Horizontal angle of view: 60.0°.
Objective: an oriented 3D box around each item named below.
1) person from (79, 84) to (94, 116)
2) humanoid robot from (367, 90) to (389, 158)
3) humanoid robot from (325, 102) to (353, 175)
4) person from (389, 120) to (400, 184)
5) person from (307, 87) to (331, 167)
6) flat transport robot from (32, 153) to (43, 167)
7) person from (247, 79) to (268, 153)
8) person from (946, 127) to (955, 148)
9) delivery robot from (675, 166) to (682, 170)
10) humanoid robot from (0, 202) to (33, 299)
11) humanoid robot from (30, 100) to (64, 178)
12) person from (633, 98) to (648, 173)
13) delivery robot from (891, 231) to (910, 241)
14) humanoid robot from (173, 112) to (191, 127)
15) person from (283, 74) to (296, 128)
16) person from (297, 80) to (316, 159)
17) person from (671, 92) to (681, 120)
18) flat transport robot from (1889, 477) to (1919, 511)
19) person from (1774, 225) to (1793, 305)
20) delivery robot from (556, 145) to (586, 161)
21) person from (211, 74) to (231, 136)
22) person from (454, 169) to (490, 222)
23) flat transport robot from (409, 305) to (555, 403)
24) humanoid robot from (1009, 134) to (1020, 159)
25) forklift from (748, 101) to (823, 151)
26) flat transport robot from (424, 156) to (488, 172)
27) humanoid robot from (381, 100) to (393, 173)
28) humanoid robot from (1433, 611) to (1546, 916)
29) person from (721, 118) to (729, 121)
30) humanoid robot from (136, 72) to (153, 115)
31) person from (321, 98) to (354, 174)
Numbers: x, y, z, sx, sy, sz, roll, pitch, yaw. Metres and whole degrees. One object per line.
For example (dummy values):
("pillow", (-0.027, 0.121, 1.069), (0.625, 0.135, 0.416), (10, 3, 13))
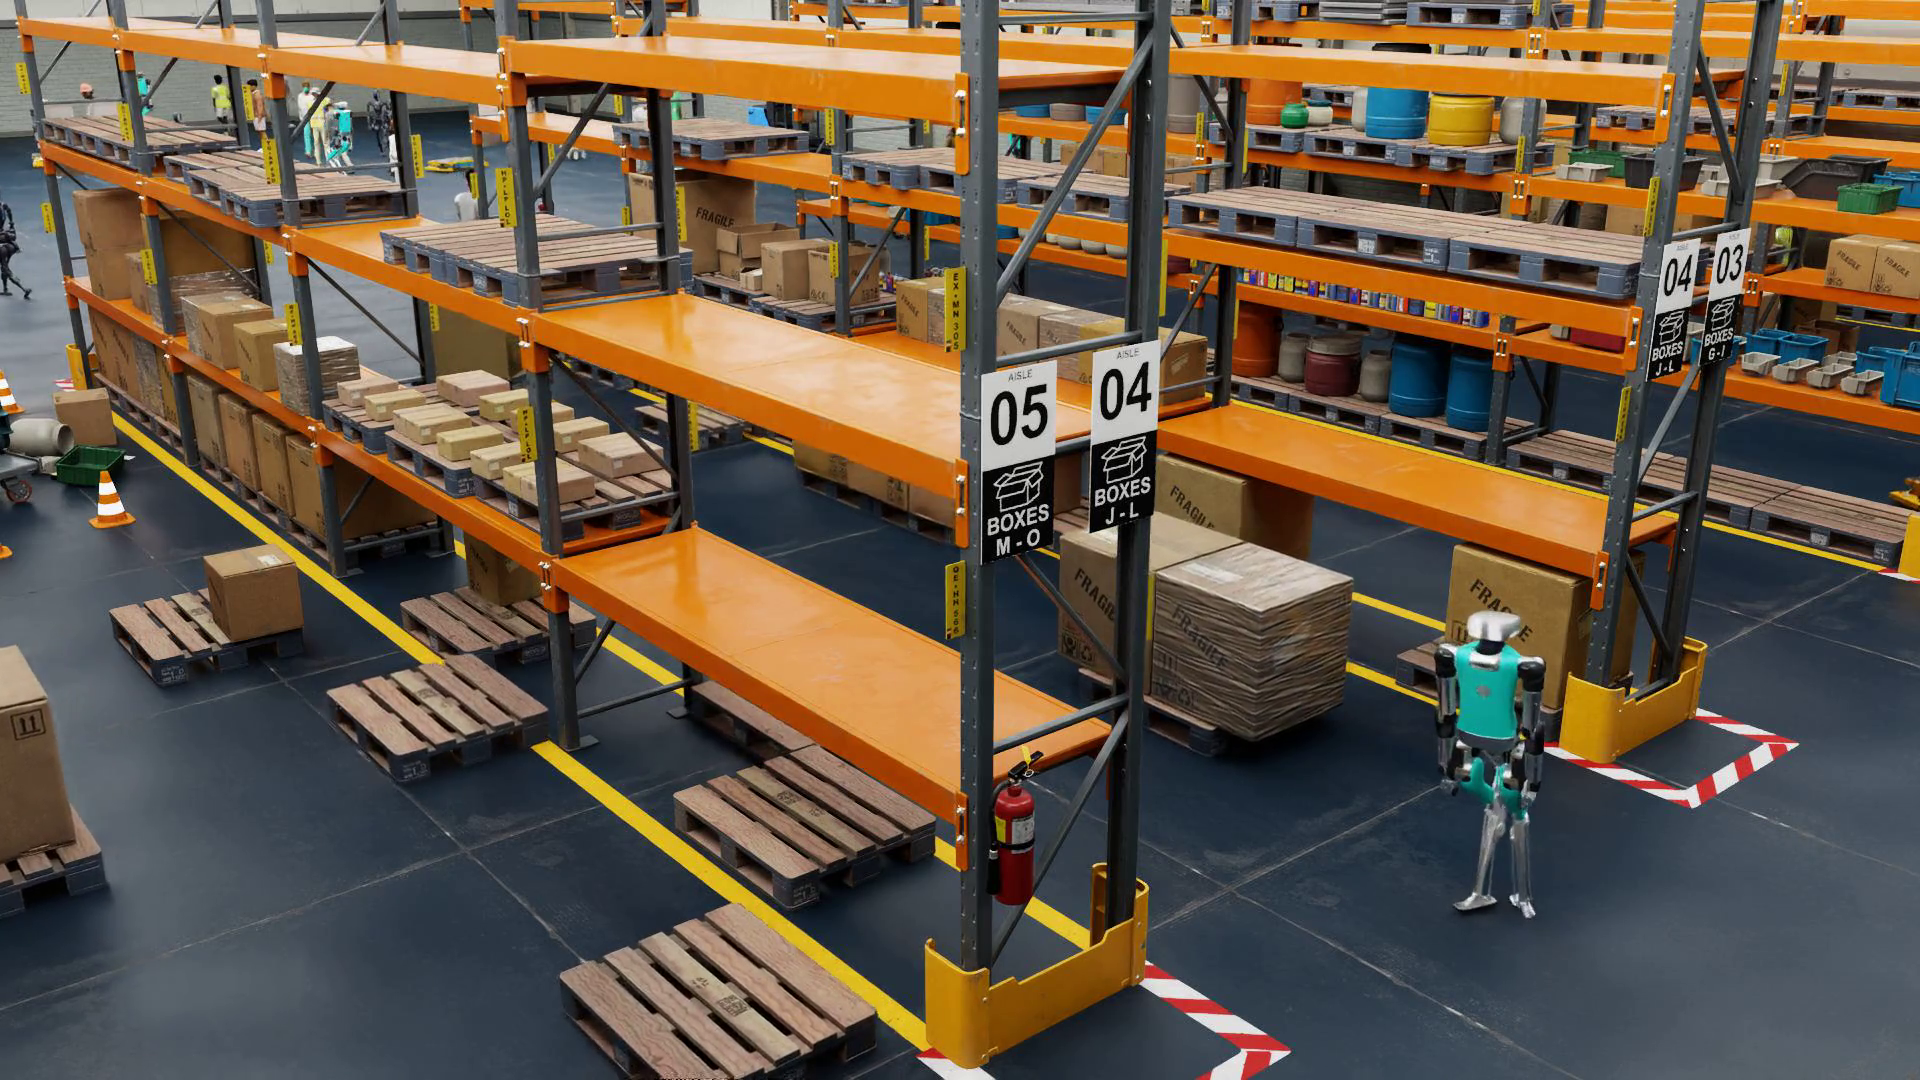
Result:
("person", (-20.001, -9.558, 38.562), (1.009, 1.987, 0.600), (-12, 22, -30))
("humanoid robot", (-14.448, -10.372, 41.409), (0.609, 1.630, 0.786), (-3, 20, -8))
("humanoid robot", (-13.587, -8.697, 36.271), (0.735, 1.677, 0.533), (7, 21, 20))
("person", (-10.524, -6.986, 31.384), (0.573, 1.884, 0.361), (11, 22, 29))
("person", (-14.881, -9.555, 38.686), (0.524, 1.893, 0.401), (2, 20, 7))
("flat transport robot", (-21.901, -9.136, 39.936), (0.659, 0.231, 1.431), (-10, 22, -26))
("person", (-17.683, -10.685, 41.956), (0.397, 1.853, 0.773), (-11, 22, -29))
("person", (-0.053, -7.474, 32.995), (0.567, 1.734, 0.589), (-9, 21, -25))
("delivery robot", (-5.997, -7.674, 35.357), (0.499, 0.603, 0.807), (-11, 22, -28))
("humanoid robot", (-13.934, -4.329, 24.237), (0.791, 1.649, 0.606), (6, 20, 16))
("humanoid robot", (-20.446, -8.982, 37.354), (0.531, 1.802, 0.742), (-7, 21, -19))
("person", (-7.062, -9.035, 37.253), (0.603, 1.860, 0.522), (-9, 21, -25))
("delivery robot", (-0.803, -5.561, 29.360), (0.815, 0.614, 0.499), (-16, 25, -38))
("humanoid robot", (-16.378, -8.188, 35.120), (0.588, 1.652, 0.381), (-1, 19, -4))
("person", (-19.510, -12.823, 48.083), (0.524, 1.817, 0.816), (9, 21, 23))
("person", (-15.994, -10.323, 40.896), (0.523, 1.871, 0.954), (-4, 20, -11))
("person", (-7.042, -10.293, 40.707), (0.484, 1.951, 0.816), (-5, 20, -14))
("flat transport robot", (9.280, -0.391, 15.048), (1.431, 0.231, 0.659), (-3, 20, -9))
("person", (10.791, -3.571, 21.957), (0.534, 1.677, 0.655), (-13, 23, -32))
("delivery robot", (-9.536, -9.586, 40.810), (0.499, 0.610, 0.788), (7, 21, 20))
("person", (-20.352, -11.996, 45.955), (0.556, 1.682, 0.531), (14, 24, 34))
("person", (-6.820, -4.313, 23.694), (0.619, 1.924, 0.904), (7, 21, 19))
("flat transport robot", (-5.248, -1.559, 18.374), (1.431, 0.231, 0.659), (10, 22, 26))
("humanoid robot", (1.341, -7.465, 32.970), (0.821, 1.790, 0.539), (0, 19, 0))
("forklift", (-4.526, -11.368, 42.374), (1.129, 2.768, 1.873), (-15, 24, -37))
("flat transport robot", (-11.830, -8.817, 39.028), (0.659, 0.231, 1.431), (11, 22, 28))
("humanoid robot", (-13.101, -9.325, 38.397), (0.455, 1.642, 0.589), (10, 22, 27))
("humanoid robot", (2.760, 1.127, 8.518), (0.614, 1.788, 0.826), (11, 22, 29))
("person", (-4.584, -7.566, 33.268), (0.589, 1.719, 0.491), (2, 19, 4))
("humanoid robot", (-22.453, -11.820, 45.526), (0.543, 1.888, 0.717), (5, 20, 14))
("person", (-14.356, -9.263, 38.125), (0.897, 1.700, 0.576), (4, 20, 11))
